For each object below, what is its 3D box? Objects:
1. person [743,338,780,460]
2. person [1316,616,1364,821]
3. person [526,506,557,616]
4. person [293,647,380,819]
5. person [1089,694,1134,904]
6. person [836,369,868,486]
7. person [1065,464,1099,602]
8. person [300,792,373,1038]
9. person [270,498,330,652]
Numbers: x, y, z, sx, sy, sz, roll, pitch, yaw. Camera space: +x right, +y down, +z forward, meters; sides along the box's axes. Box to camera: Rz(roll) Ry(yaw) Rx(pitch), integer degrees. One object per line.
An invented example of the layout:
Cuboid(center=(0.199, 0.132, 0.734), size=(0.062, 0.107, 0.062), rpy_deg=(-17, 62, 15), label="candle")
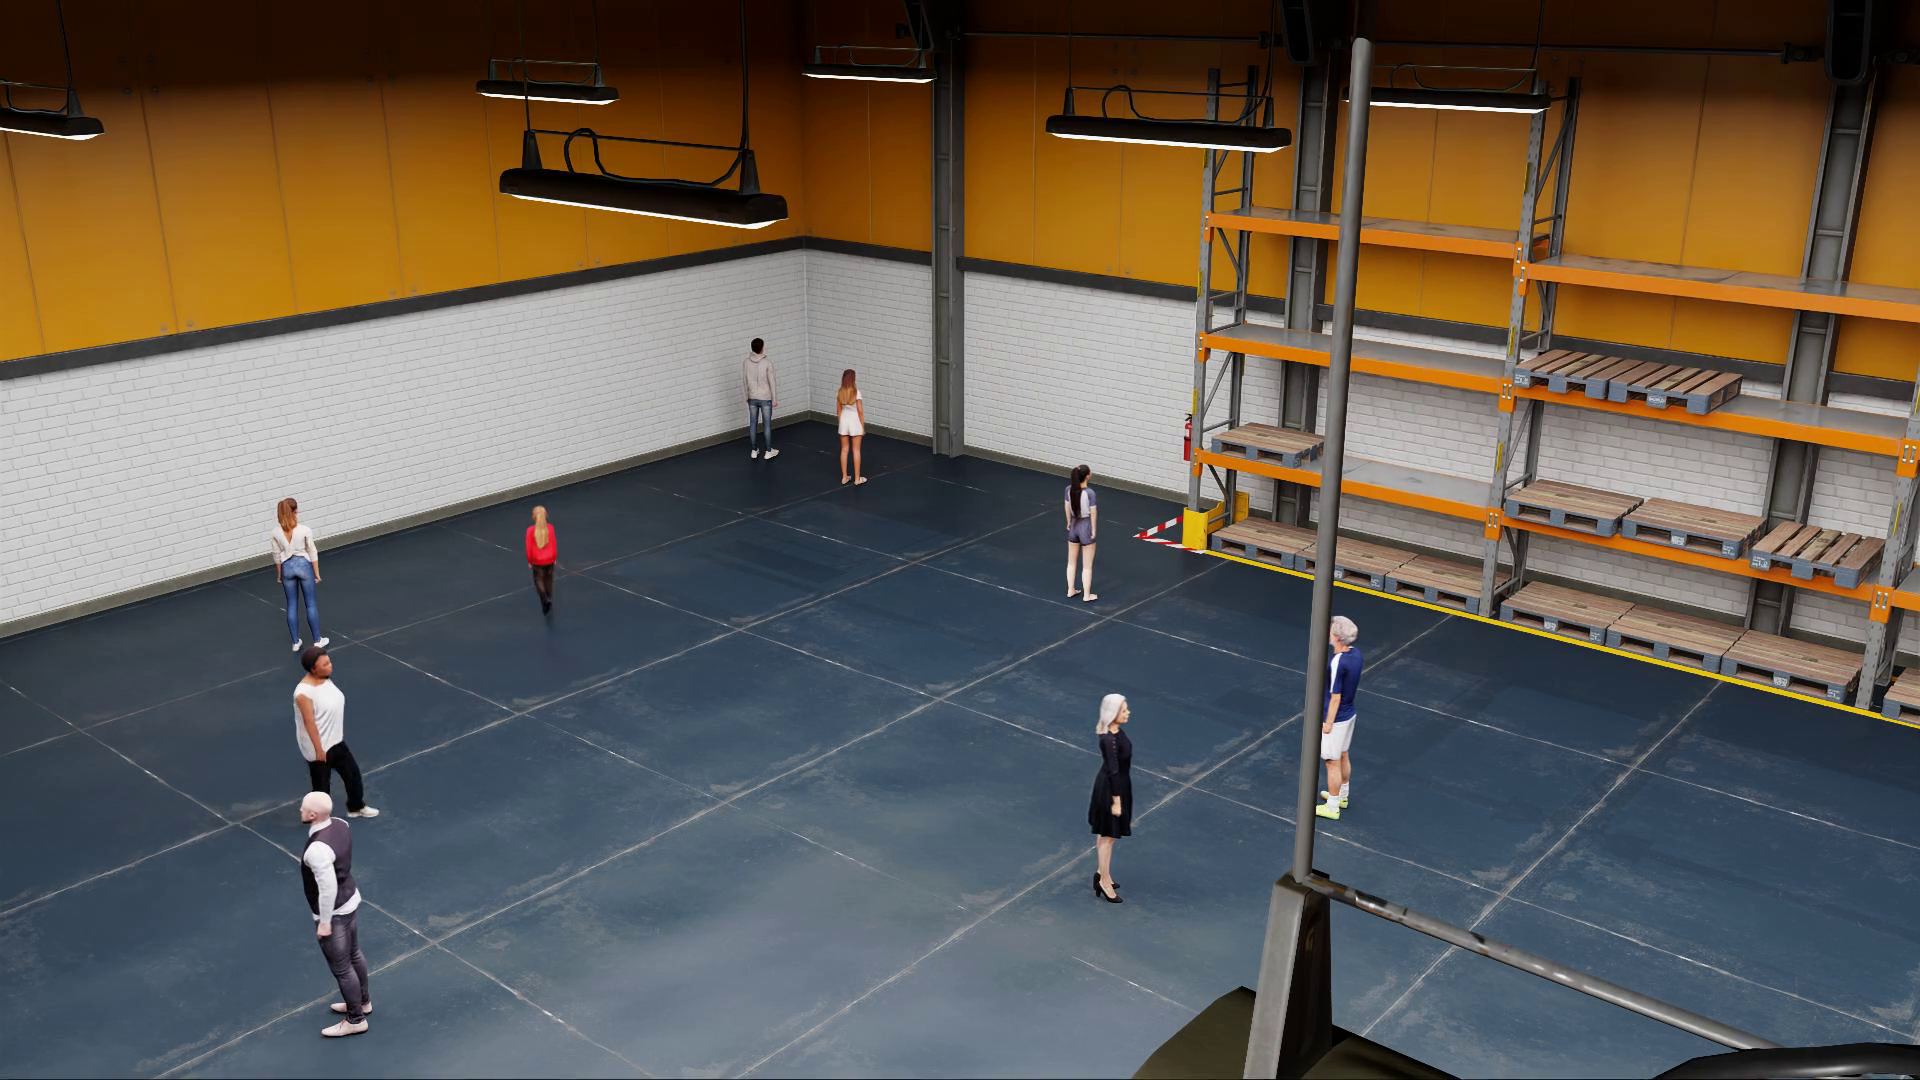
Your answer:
Cuboid(center=(-3.076, -2.179, 25.480), size=(0.682, 1.853, 0.813), rpy_deg=(4, 19, 11), label="person")
Cuboid(center=(3.291, 1.529, 14.493), size=(0.585, 1.838, 0.663), rpy_deg=(11, 22, 30), label="person")
Cuboid(center=(-4.802, 0.245, 19.191), size=(0.651, 1.273, 0.827), rpy_deg=(-10, 21, -28), label="person")
Cuboid(center=(-5.510, 1.695, 14.259), size=(0.942, 1.672, 0.878), rpy_deg=(1, 19, 3), label="person")
Cuboid(center=(1.211, 2.020, 13.178), size=(0.744, 1.746, 0.705), rpy_deg=(1, 19, 3), label="person")
Cuboid(center=(-1.596, -1.653, 24.163), size=(0.582, 1.696, 0.694), rpy_deg=(8, 20, 22), label="person")
Cuboid(center=(1.430, -0.095, 19.611), size=(0.436, 1.650, 0.646), rpy_deg=(16, 24, 39), label="person")
Cuboid(center=(-4.313, 2.558, 11.462), size=(0.827, 1.822, 0.765), rpy_deg=(-2, 19, -6), label="person")
Cuboid(center=(-7.224, 0.369, 18.126), size=(0.676, 1.719, 0.735), rpy_deg=(-2, 19, -5), label="person")
